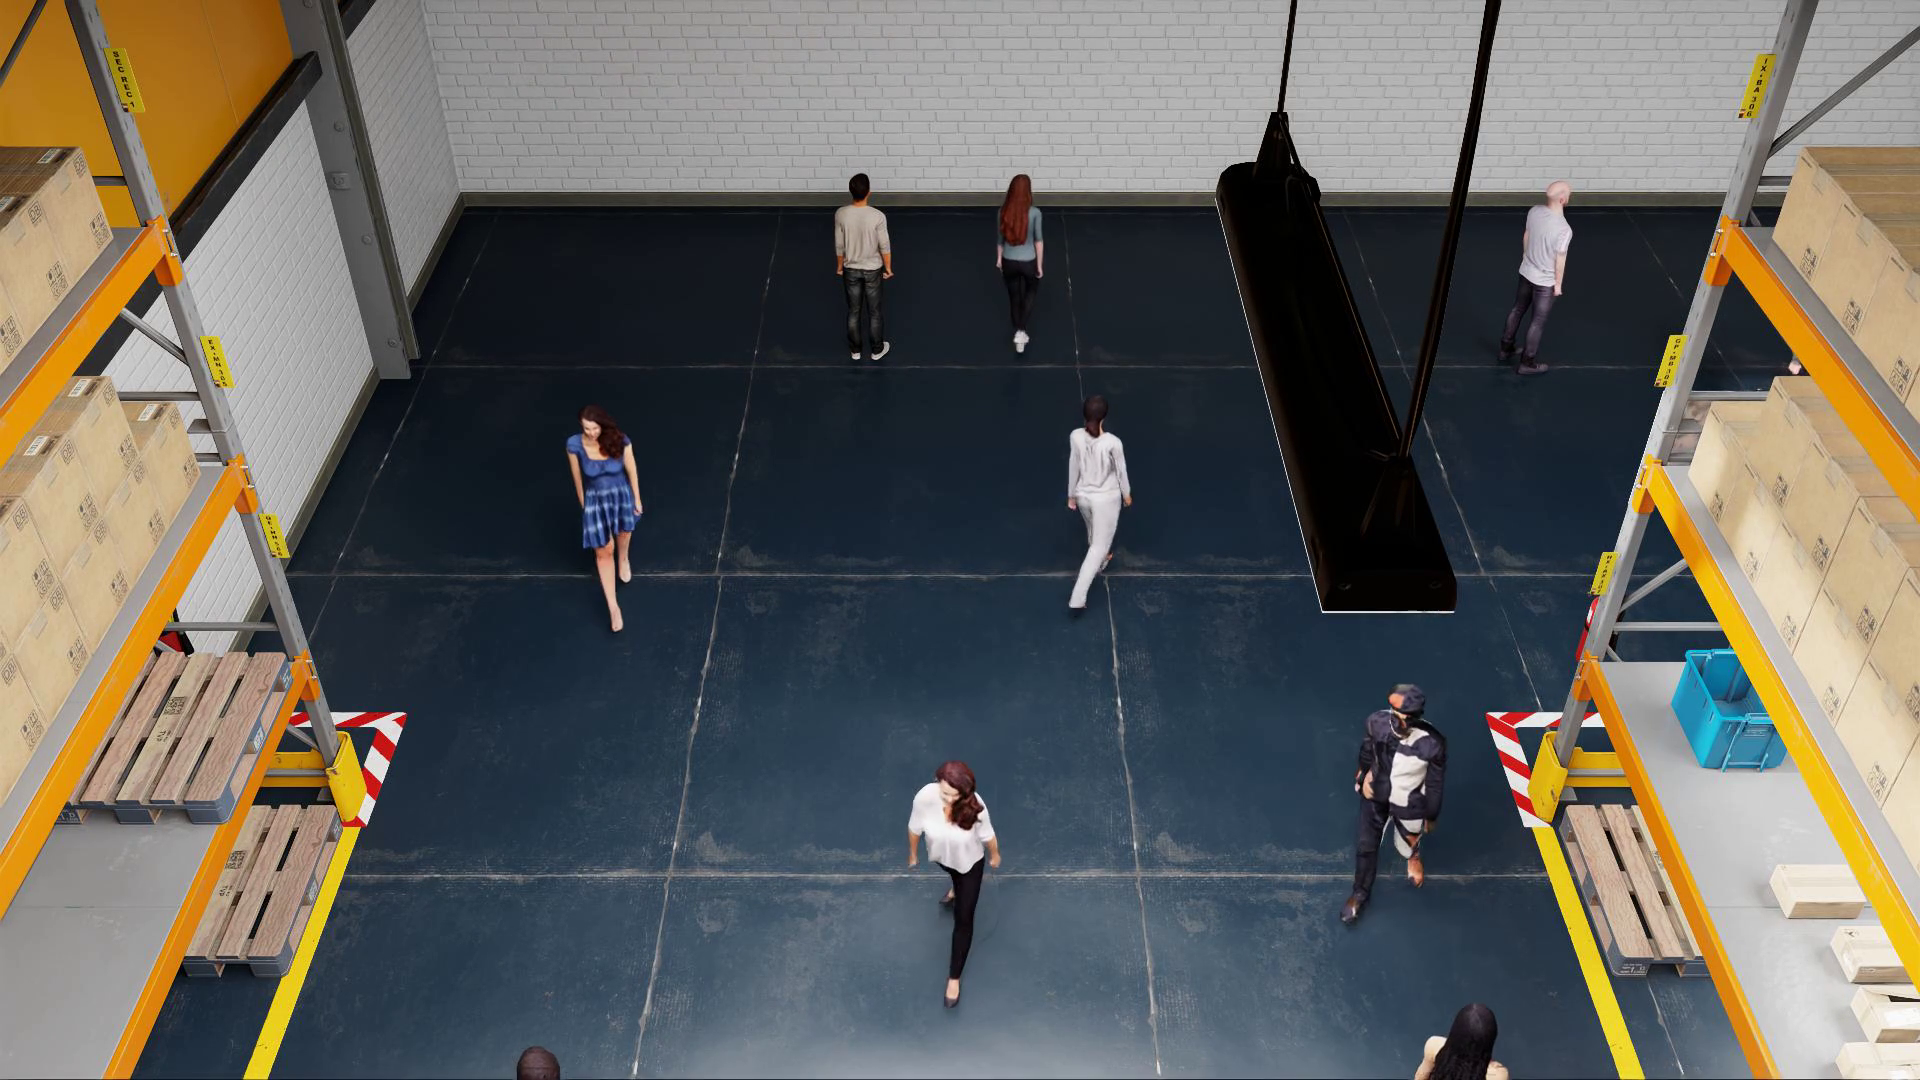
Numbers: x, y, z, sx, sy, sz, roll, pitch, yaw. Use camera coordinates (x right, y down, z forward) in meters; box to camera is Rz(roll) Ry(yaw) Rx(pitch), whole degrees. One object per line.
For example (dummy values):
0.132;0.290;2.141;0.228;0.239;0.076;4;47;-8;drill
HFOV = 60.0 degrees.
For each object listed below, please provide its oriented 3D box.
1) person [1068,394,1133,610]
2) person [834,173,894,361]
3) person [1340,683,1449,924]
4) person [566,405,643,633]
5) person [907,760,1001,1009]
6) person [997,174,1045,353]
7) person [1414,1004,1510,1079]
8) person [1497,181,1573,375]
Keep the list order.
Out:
0.990;-0.258;12.253;0.984;1.741;1.136;24;44;27;person
-0.873;-2.444;14.933;0.694;1.811;0.584;5;39;7;person
2.643;1.505;9.945;1.000;1.866;1.115;20;43;23;person
-2.577;-0.279;12.272;0.802;1.750;1.192;-9;39;-11;person
-0.013;1.801;9.694;0.938;1.717;1.255;15;41;18;person
0.527;-2.438;14.987;0.653;1.736;0.652;7;39;9;person
2.417;2.915;8.255;0.787;1.772;0.832;20;43;23;person
5.148;-2.351;14.800;0.802;1.832;0.670;-15;41;-18;person
